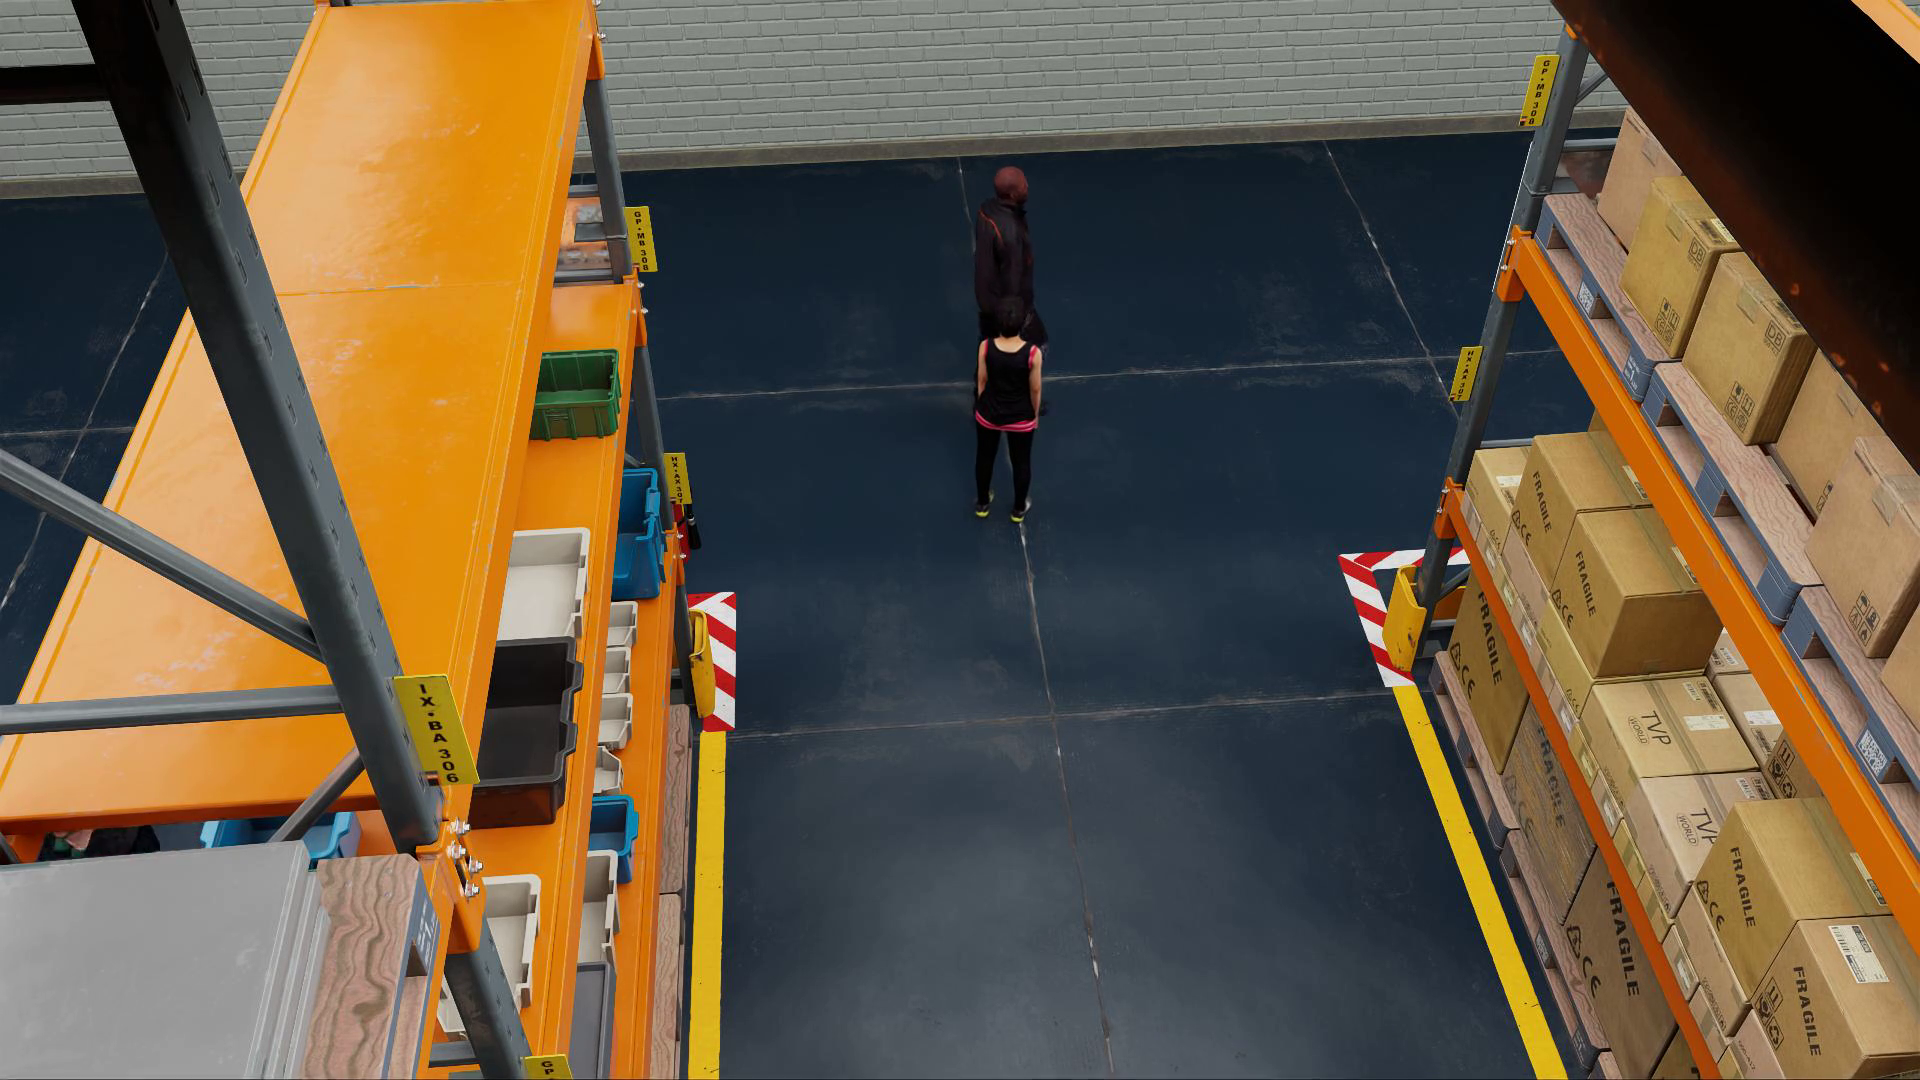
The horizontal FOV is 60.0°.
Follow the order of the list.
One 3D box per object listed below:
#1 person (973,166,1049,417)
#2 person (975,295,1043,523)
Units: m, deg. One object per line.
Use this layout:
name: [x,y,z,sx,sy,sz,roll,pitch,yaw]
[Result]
person: [0.178,-1.488,10.366,0.865,1.816,0.756,-15,45,-16]
person: [0.267,-0.760,9.782,0.589,1.549,0.585,7,43,7]
